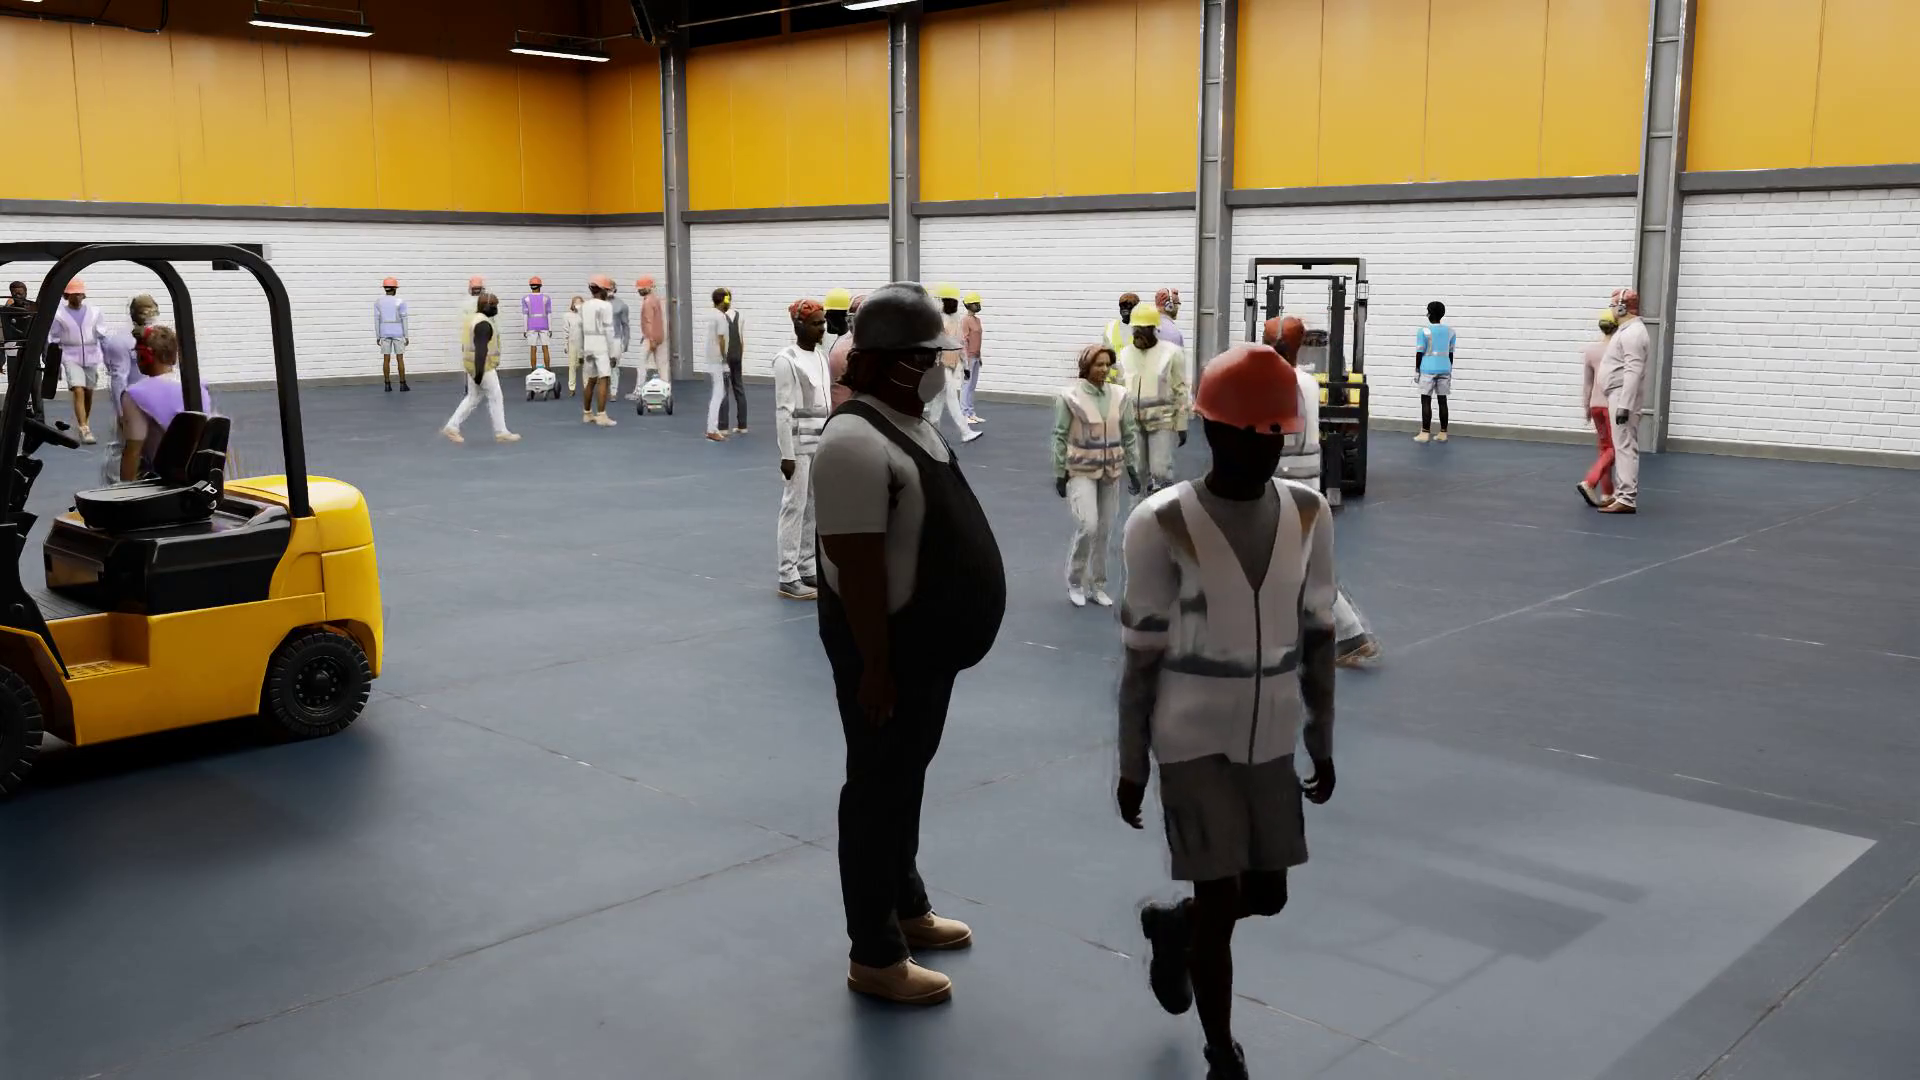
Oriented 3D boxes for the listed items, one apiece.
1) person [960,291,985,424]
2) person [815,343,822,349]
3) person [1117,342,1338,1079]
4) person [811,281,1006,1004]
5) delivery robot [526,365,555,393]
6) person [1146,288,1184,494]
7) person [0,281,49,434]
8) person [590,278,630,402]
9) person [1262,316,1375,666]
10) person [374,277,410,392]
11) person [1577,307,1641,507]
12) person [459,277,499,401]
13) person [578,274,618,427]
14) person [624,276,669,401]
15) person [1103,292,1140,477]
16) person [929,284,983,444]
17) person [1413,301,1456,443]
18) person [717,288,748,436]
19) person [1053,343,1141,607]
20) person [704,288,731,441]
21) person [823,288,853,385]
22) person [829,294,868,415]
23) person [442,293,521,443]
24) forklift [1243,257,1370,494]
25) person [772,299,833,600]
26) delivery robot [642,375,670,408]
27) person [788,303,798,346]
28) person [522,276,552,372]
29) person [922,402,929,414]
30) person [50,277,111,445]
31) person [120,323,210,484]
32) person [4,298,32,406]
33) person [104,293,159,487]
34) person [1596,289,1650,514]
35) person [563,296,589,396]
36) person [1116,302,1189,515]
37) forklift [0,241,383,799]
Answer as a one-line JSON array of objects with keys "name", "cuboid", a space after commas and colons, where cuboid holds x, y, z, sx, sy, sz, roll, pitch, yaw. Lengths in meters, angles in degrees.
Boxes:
[{"name": "person", "cuboid": [0.165, -2.448, 22.351, 0.306, 1.772, 0.527, 4, 10, 21]}, {"name": "person", "cuboid": [-2.043, -2.310, 21.973, 0.678, 1.610, 0.507, 0, 9, 0]}, {"name": "person", "cuboid": [0.626, 0.460, 4.114, 0.573, 1.911, 0.715, -3, 10, -19]}, {"name": "person", "cuboid": [-0.135, 0.277, 4.815, 0.538, 2.000, 0.684, 2, 9, 10]}, {"name": "delivery robot", "cuboid": [-6.613, -2.524, 26.242, 0.477, 0.478, 0.707, -1, 9, -3]}, {"name": "person", "cuboid": [1.876, -1.362, 15.305, 0.401, 1.902, 0.643, -4, 10, -22]}, {"name": "person", "cuboid": [-11.663, -2.257, 20.722, 0.587, 1.920, 0.391, -5, 10, -27]}, {"name": "person", "cuboid": [-5.473, -3.116, 25.966, 0.657, 1.924, 0.493, -2, 10, -13]}, {"name": "person", "cuboid": [1.751, -0.261, 8.782, 0.998, 1.842, 0.587, 4, 10, 25]}, {"name": "person", "cuboid": [-9.603, -3.473, 28.128, 0.548, 1.934, 0.375, -1, 9, -5]}, {"name": "person", "cuboid": [5.658, -1.162, 14.534, 0.684, 1.746, 0.544, -4, 10, -23]}, {"name": "person", "cuboid": [-7.573, -3.157, 26.194, 0.636, 1.938, 1.000, -5, 11, -28]}, {"name": "person", "cuboid": [-4.797, -2.514, 22.051, 0.649, 2.029, 0.458, 7, 12, 38]}, {"name": "person", "cuboid": [-4.937, -3.148, 26.065, 0.796, 1.957, 0.645, 1, 9, 9]}, {"name": "person", "cuboid": [1.662, -1.505, 16.351, 0.634, 1.841, 0.429, 4, 10, 23]}, {"name": "person", "cuboid": [-0.051, -2.069, 19.654, 0.925, 1.884, 0.612, 6, 11, 31]}, {"name": "person", "cuboid": [5.670, -2.004, 19.881, 0.537, 1.691, 0.321, -3, 10, -18]}, {"name": "person", "cuboid": [-2.896, -2.212, 20.724, 0.503, 1.838, 0.348, -9, 13, -43]}, {"name": "person", "cuboid": [0.831, -0.383, 10.149, 0.522, 1.624, 0.392, -5, 10, -26]}, {"name": "person", "cuboid": [-2.931, -2.115, 20.128, 0.397, 1.837, 0.598, -4, 10, -21]}, {"name": "person", "cuboid": [-0.883, -0.960, 12.747, 0.387, 1.927, 0.589, -2, 10, -14]}, {"name": "person", "cuboid": [-0.631, -0.664, 10.998, 0.651, 1.904, 0.404, -8, 12, -41]}, {"name": "person", "cuboid": [-5.757, -2.037, 19.815, 0.856, 1.808, 0.640, -5, 11, -28]}, {"name": "forklift", "cuboid": [3.309, -1.629, 16.029, 1.214, 2.155, 2.313, 2, 9, 11]}, {"name": "person", "cuboid": [-0.976, -0.575, 10.516, 0.337, 1.882, 0.585, 4, 10, 22]}, {"name": "delivery robot", "cuboid": [-4.343, -2.121, 23.772, 0.477, 0.478, 0.707, -1, 9, -4]}, {"name": "person", "cuboid": [-2.228, -2.499, 23.139, 0.771, 1.595, 0.526, -4, 10, -24]}, {"name": "person", "cuboid": [-7.952, -3.989, 31.313, 0.542, 1.928, 0.374, -3, 10, -16]}, {"name": "person", "cuboid": [-0.605, -2.622, 23.811, 0.315, 1.641, 0.514, 5, 10, 26]}, {"name": "person", "cuboid": [-10.566, -2.162, 19.946, 0.609, 1.993, 1.056, -8, 12, -41]}, {"name": "person", "cuboid": [-4.066, -0.232, 8.702, 0.979, 1.799, 0.563, 1, 9, 5]}, {"name": "person", "cuboid": [-14.157, -2.809, 24.978, 0.278, 1.633, 0.507, 6, 11, 34]}, {"name": "person", "cuboid": [-6.914, -1.141, 14.057, 1.098, 1.865, 0.637, 4, 10, 22]}, {"name": "person", "cuboid": [5.614, -1.174, 14.136, 0.399, 1.903, 0.644, 3, 10, 20]}, {"name": "person", "cuboid": [-6.224, -3.166, 27.158, 0.500, 1.636, 0.282, -3, 10, -17]}, {"name": "person", "cuboid": [1.461, -0.902, 12.705, 0.623, 1.824, 0.541, 5, 11, 30]}, {"name": "forklift", "cuboid": [-3.706, -0.171, 7.093, 1.214, 2.155, 2.313, 9, 13, 43]}]
